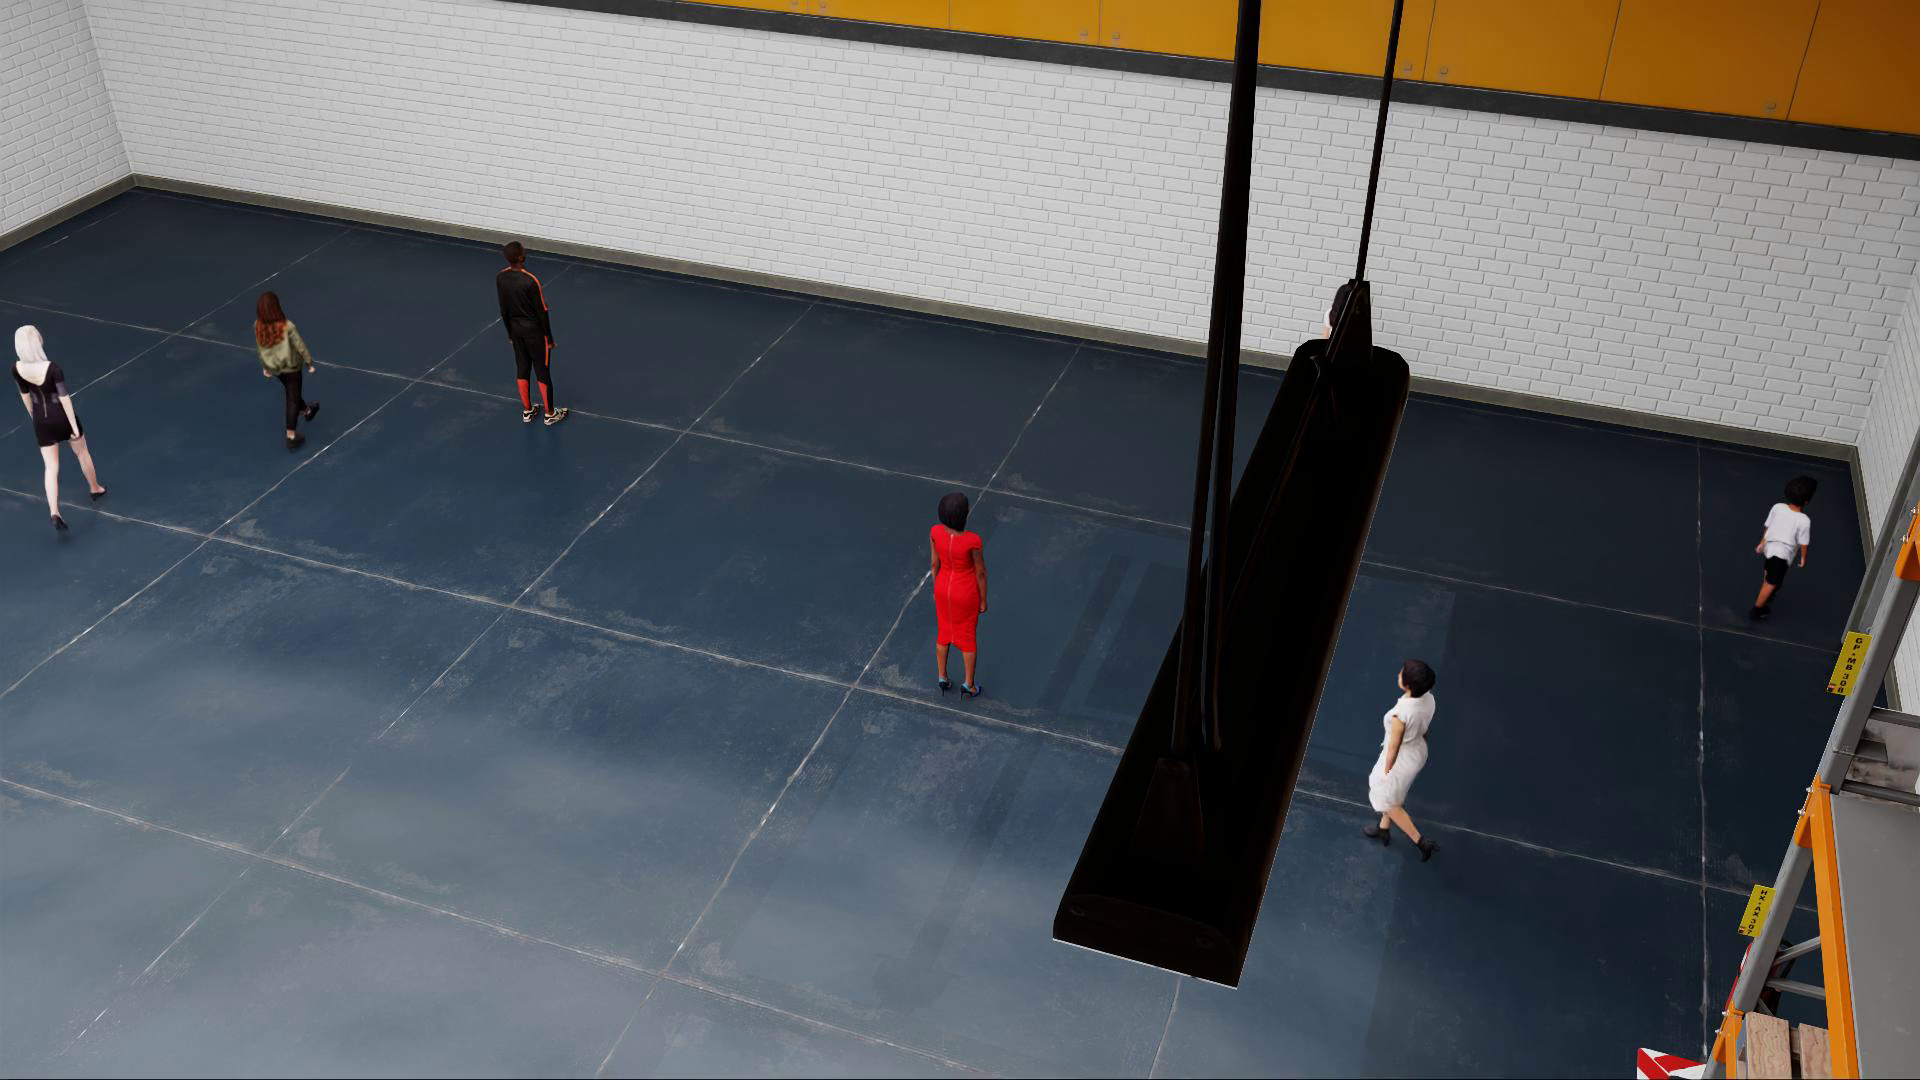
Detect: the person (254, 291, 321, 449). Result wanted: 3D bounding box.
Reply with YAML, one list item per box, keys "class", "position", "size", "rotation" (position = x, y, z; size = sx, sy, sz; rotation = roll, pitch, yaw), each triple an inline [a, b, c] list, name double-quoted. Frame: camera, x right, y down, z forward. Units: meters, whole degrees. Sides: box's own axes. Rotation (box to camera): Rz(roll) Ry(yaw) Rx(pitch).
- class: "person"
  position: [-6.177, -1.535, 15.187]
  size: [0.669, 1.438, 0.996]
  rotation: [7, 34, 10]

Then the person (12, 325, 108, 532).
- class: "person"
  position: [-7.624, -0.913, 13.927]
  size: [0.928, 1.798, 1.210]
  rotation: [-3, 34, -5]

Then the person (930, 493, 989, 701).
- class: "person"
  position: [-0.022, 0.409, 11.987]
  size: [0.578, 1.744, 0.512]
  rotation: [14, 36, 20]

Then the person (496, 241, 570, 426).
- class: "person"
  position: [-4.012, -1.927, 15.443]
  size: [0.617, 1.808, 0.518]
  rotation: [11, 35, 16]

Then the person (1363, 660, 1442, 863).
- class: "person"
  position: [2.885, 1.444, 10.614]
  size: [0.857, 1.539, 0.833]
  rotation: [-27, 42, -34]

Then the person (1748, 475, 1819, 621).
- class: "person"
  position: [6.348, 0.085, 12.927]
  size: [0.826, 1.241, 0.731]
  rotation: [-20, 39, -28]
